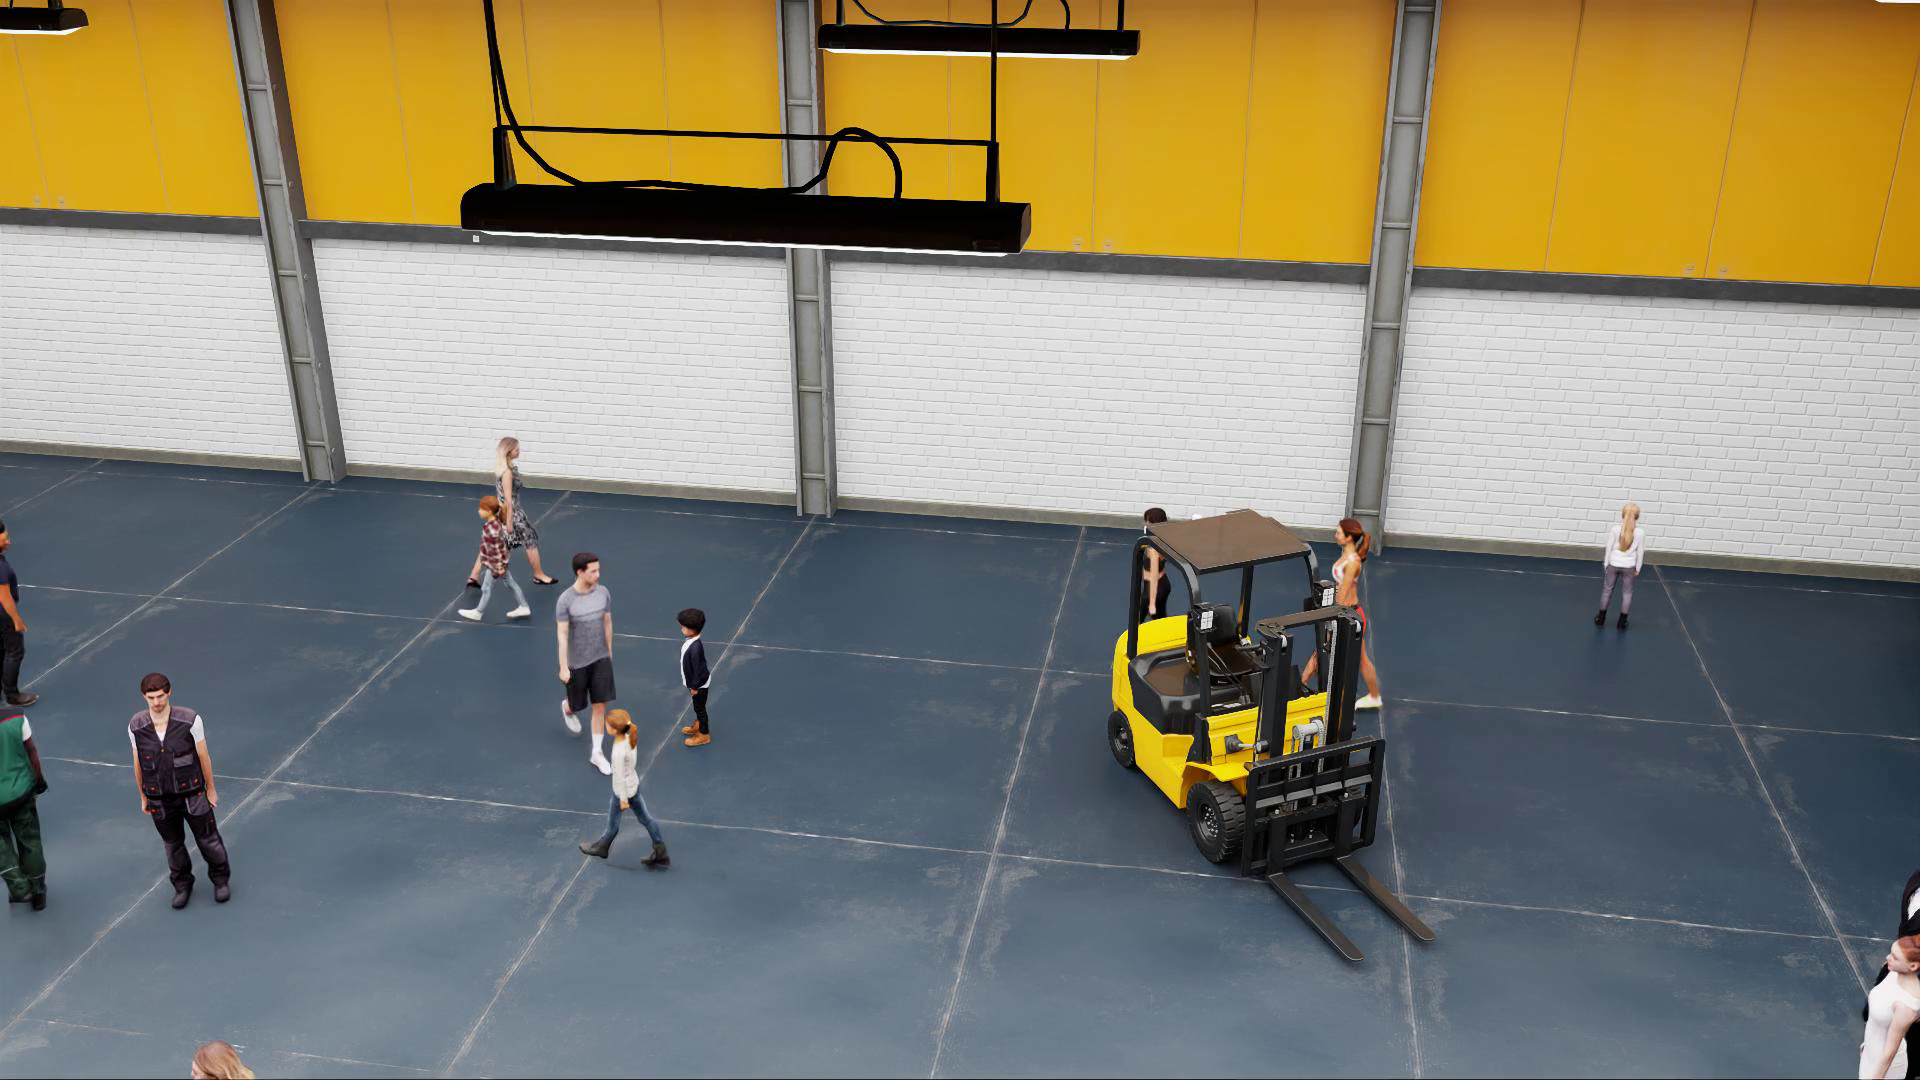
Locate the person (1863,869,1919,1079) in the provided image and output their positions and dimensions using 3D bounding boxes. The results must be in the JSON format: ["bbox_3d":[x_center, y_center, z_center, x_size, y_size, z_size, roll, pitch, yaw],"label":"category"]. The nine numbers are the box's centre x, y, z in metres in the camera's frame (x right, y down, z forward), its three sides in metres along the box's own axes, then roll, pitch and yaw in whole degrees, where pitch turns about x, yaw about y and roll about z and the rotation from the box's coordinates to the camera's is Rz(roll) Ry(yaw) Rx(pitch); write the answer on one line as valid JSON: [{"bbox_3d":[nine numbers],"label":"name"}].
[{"bbox_3d":[5.758,2.565,9.828,0.781,1.869,0.782,-1,24,-2],"label":"person"}]

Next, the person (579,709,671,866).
[{"bbox_3d":[-2.379,1.849,12.199,0.914,1.282,0.488,5,24,10],"label":"person"}]

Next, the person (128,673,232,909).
[{"bbox_3d":[-5.510,1.754,11.716,0.671,1.843,0.798,-5,24,-12],"label":"person"}]

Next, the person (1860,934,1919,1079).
[{"bbox_3d":[5.097,2.898,9.161,0.552,1.794,0.594,9,25,20],"label":"person"}]

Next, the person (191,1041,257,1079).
[{"bbox_3d":[-3.543,3.236,8.518,0.837,1.690,0.783,-7,25,-17],"label":"person"}]

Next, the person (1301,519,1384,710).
[{"bbox_3d":[3.414,0.690,14.278,1.170,1.741,0.665,2,24,4],"label":"person"}]

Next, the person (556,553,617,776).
[{"bbox_3d":[-3.102,0.944,13.564,1.110,1.847,1.183,-16,28,-32],"label":"person"}]

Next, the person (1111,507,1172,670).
[{"bbox_3d":[1.814,0.487,14.883,0.806,1.628,0.659,10,26,22],"label":"person"}]

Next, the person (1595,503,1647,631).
[{"bbox_3d":[6.318,0.248,15.869,0.491,1.277,0.591,10,25,21],"label":"person"}]

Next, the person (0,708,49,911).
[{"bbox_3d":[-6.636,1.816,11.596,0.850,1.826,0.905,-15,28,-31],"label":"person"}]

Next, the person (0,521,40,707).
[{"bbox_3d":[-8.361,0.637,14.396,0.823,1.743,0.959,14,27,30],"label":"person"}]

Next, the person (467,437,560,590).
[{"bbox_3d":[-4.551,-0.213,16.459,1.228,1.649,1.085,-13,27,-28],"label":"person"}]

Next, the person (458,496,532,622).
[{"bbox_3d":[-4.389,0.196,15.994,0.961,1.272,0.729,-4,24,-8],"label":"person"}]

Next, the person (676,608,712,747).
[{"bbox_3d":[-2.207,1.128,13.920,0.581,1.226,0.567,-5,24,-11],"label":"person"}]
